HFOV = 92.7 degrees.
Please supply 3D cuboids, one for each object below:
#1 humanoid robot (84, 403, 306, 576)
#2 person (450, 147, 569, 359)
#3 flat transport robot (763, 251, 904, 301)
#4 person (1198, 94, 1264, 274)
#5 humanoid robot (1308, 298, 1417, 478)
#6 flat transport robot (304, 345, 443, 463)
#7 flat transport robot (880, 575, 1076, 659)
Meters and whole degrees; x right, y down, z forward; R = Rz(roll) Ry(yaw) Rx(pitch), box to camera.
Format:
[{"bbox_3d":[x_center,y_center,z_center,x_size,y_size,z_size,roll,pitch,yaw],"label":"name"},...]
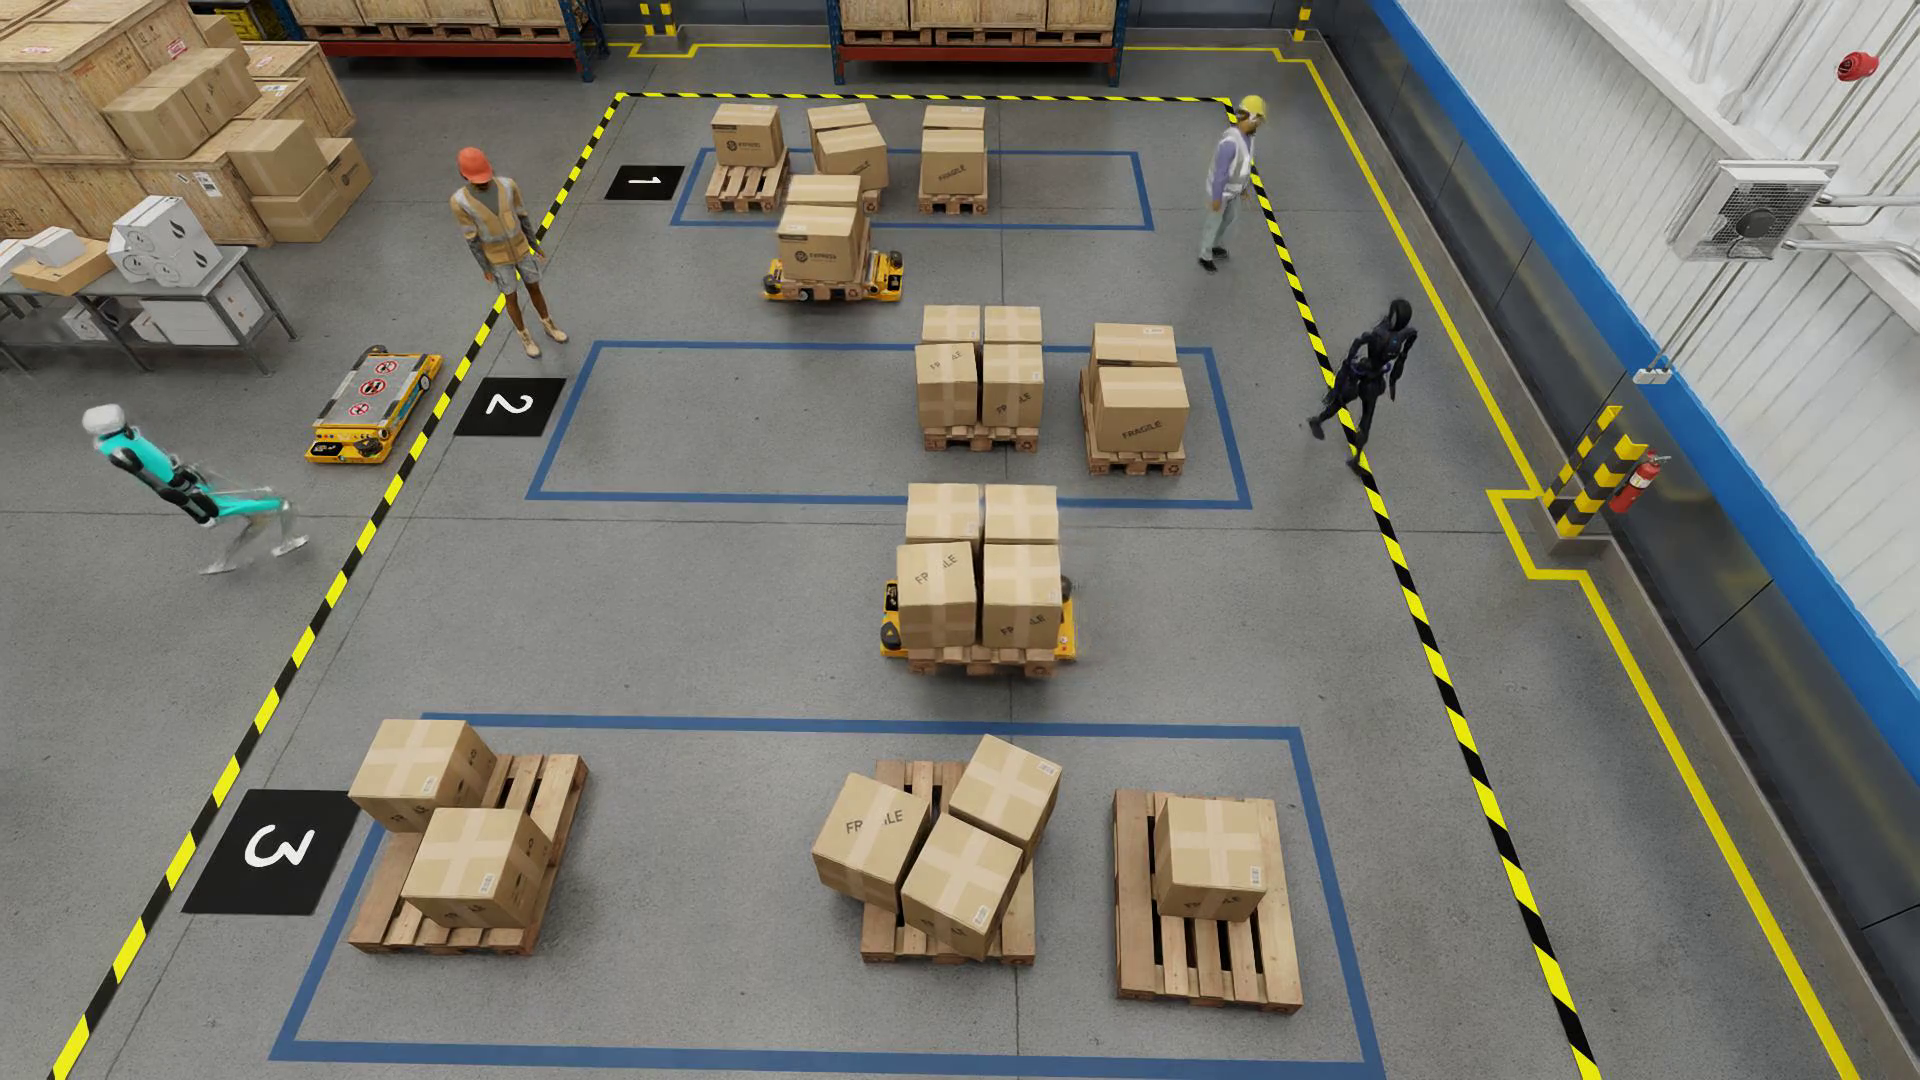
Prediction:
[{"bbox_3d":[-5.477,-0.364,6.700,0.969,1.738,0.540,-32,57,-24],"label":"humanoid robot"},{"bbox_3d":[-4.137,-2.626,8.436,0.395,2.033,0.604,37,59,27],"label":"person"},{"bbox_3d":[-1.329,-2.821,9.736,1.431,0.197,0.652,1,50,1],"label":"flat transport robot"},{"bbox_3d":[2.742,-3.616,9.444,0.406,1.778,0.634,30,56,23],"label":"person"},{"bbox_3d":[3.349,-1.313,7.586,0.611,1.624,0.795,-8,50,-6],"label":"humanoid robot"},{"bbox_3d":[-5.383,-1.269,8.441,0.659,0.231,1.431,1,50,1],"label":"flat transport robot"},{"bbox_3d":[0.136,0.558,6.876,1.431,0.197,0.652,1,50,1],"label":"flat transport robot"}]
